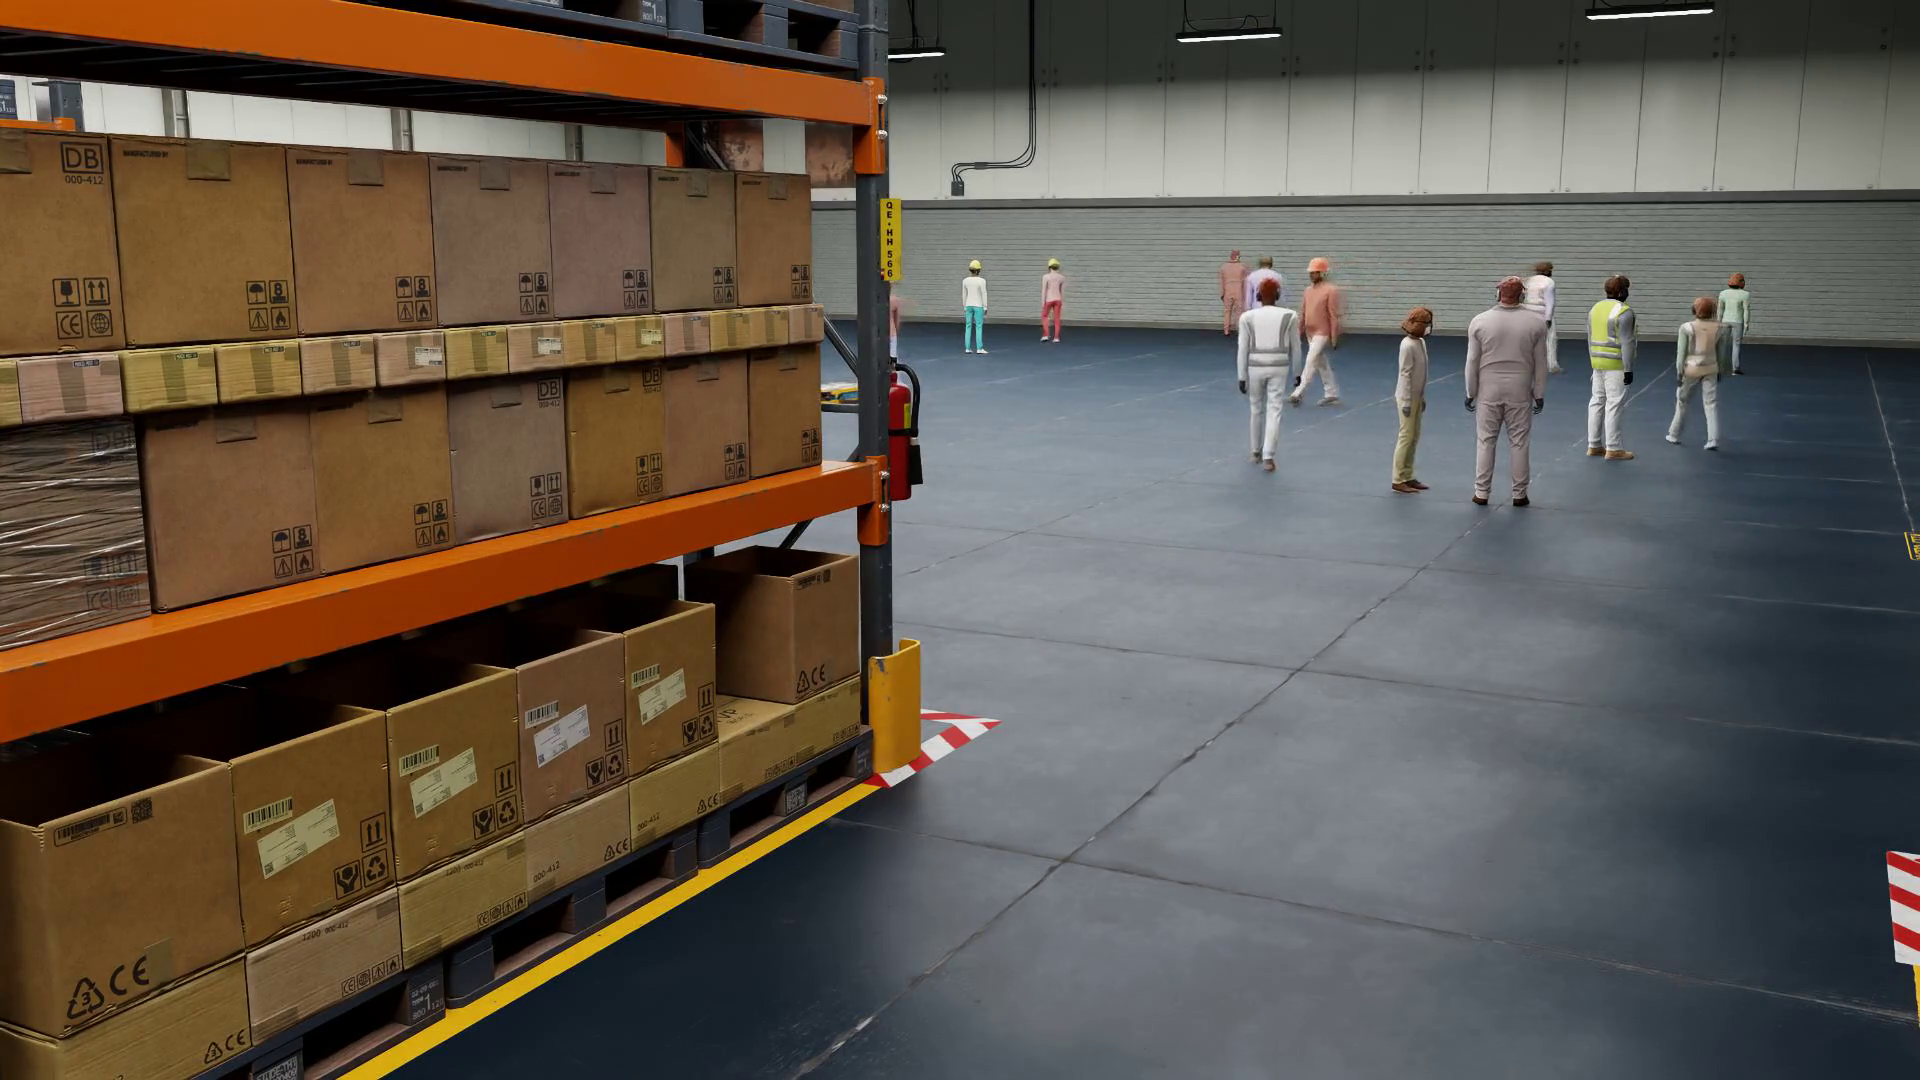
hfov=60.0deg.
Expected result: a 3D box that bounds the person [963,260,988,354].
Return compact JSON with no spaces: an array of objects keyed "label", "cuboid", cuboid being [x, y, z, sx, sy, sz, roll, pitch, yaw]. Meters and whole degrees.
[{"label":"person","cuboid":[0.290,-4.409,31.529,0.525,1.772,0.309,6,12,31]}]

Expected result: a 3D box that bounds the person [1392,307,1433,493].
[{"label":"person","cuboid":[3.959,-1.223,14.551,0.284,1.622,0.511,6,12,30]}]

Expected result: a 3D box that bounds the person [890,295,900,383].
[{"label":"person","cuboid":[-1.037,-2.790,22.780,0.521,1.739,0.804,-3,11,-16]}]

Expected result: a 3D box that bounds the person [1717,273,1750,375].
[{"label":"person","cuboid":[12.473,-3.479,26.827,0.266,1.632,0.509,-9,14,-41]}]

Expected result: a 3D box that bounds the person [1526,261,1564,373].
[{"label":"person","cuboid":[9.533,-3.608,27.018,0.784,1.815,0.661,-4,11,-21]}]

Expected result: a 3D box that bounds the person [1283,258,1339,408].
[{"label":"person","cuboid":[4.600,-2.697,21.715,1.007,1.936,0.648,-5,11,-24]}]

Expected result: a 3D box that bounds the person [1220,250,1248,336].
[{"label":"person","cuboid":[6.104,-5.477,36.992,0.638,1.904,0.402,5,11,24]}]

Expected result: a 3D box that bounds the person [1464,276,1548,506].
[{"label":"person","cuboid":[4.531,-1.233,13.835,0.652,1.906,0.402,3,11,15]}]

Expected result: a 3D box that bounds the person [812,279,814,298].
[{"label":"person","cuboid":[-2.903,-4.288,30.721,0.403,1.823,0.587,-4,11,-18]}]

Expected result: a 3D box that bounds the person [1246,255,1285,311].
[{"label":"person","cuboid":[5.388,-4.029,29.116,0.641,1.891,1.000,8,13,36]}]

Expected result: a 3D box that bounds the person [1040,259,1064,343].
[{"label":"person","cuboid":[1.910,-5.019,34.916,0.543,1.743,0.661,-4,11,-22]}]

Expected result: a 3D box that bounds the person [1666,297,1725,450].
[{"label":"person","cuboid":[7.811,-1.759,17.565,0.542,1.591,0.880,0,10,-1]}]

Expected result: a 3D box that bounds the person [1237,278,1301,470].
[{"label":"person","cuboid":[2.992,-1.611,16.126,0.593,1.833,1.005,3,11,16]}]

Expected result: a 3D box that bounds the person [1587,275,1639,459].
[{"label":"person","cuboid":[6.582,-1.737,16.758,0.429,1.847,0.626,-3,11,-15]}]

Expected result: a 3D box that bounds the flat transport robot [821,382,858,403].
[{"label":"flat transport robot","cuboid":[-1.696,-1.965,22.287,0.652,0.197,1.431,5,12,27]}]
